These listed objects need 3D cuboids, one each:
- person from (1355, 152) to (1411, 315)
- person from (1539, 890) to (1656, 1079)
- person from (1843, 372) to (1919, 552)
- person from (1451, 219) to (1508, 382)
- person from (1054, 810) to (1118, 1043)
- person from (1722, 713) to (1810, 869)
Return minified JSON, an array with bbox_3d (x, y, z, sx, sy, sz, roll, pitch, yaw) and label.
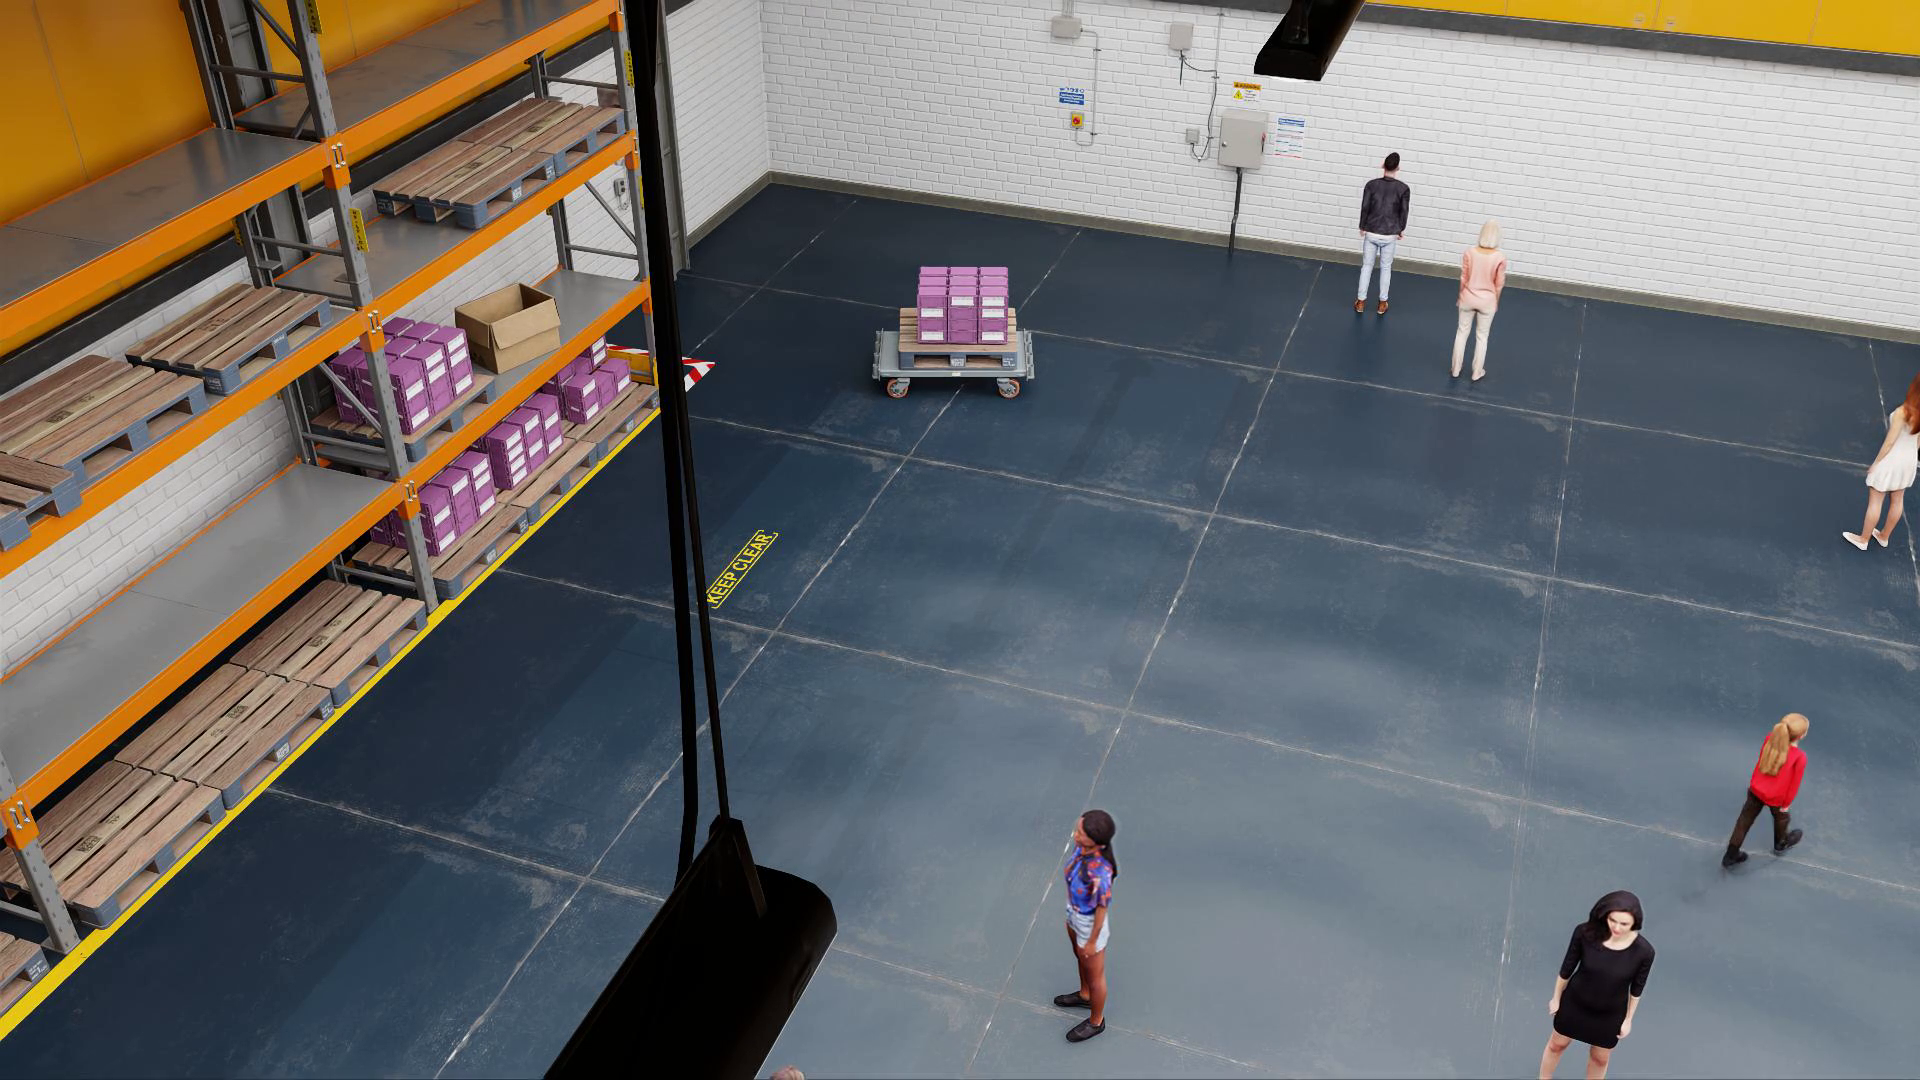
[{"bbox_3d":[4.626,-3.369,18.274,0.674,1.836,0.559,8,34,12],"label":"person"},{"bbox_3d":[3.532,2.624,9.285,0.604,1.806,0.512,15,37,22],"label":"person"},{"bbox_3d":[8.088,-0.685,14.348,0.646,1.712,0.679,-7,34,-11],"label":"person"},{"bbox_3d":[5.295,-2.456,17.001,0.619,1.724,0.548,15,36,21],"label":"person"},{"bbox_3d":[0.764,2.270,9.876,0.731,1.741,0.628,-7,34,-11],"label":"person"},{"bbox_3d":[5.391,1.710,11.158,0.920,1.254,0.832,-17,37,-23],"label":"person"}]
